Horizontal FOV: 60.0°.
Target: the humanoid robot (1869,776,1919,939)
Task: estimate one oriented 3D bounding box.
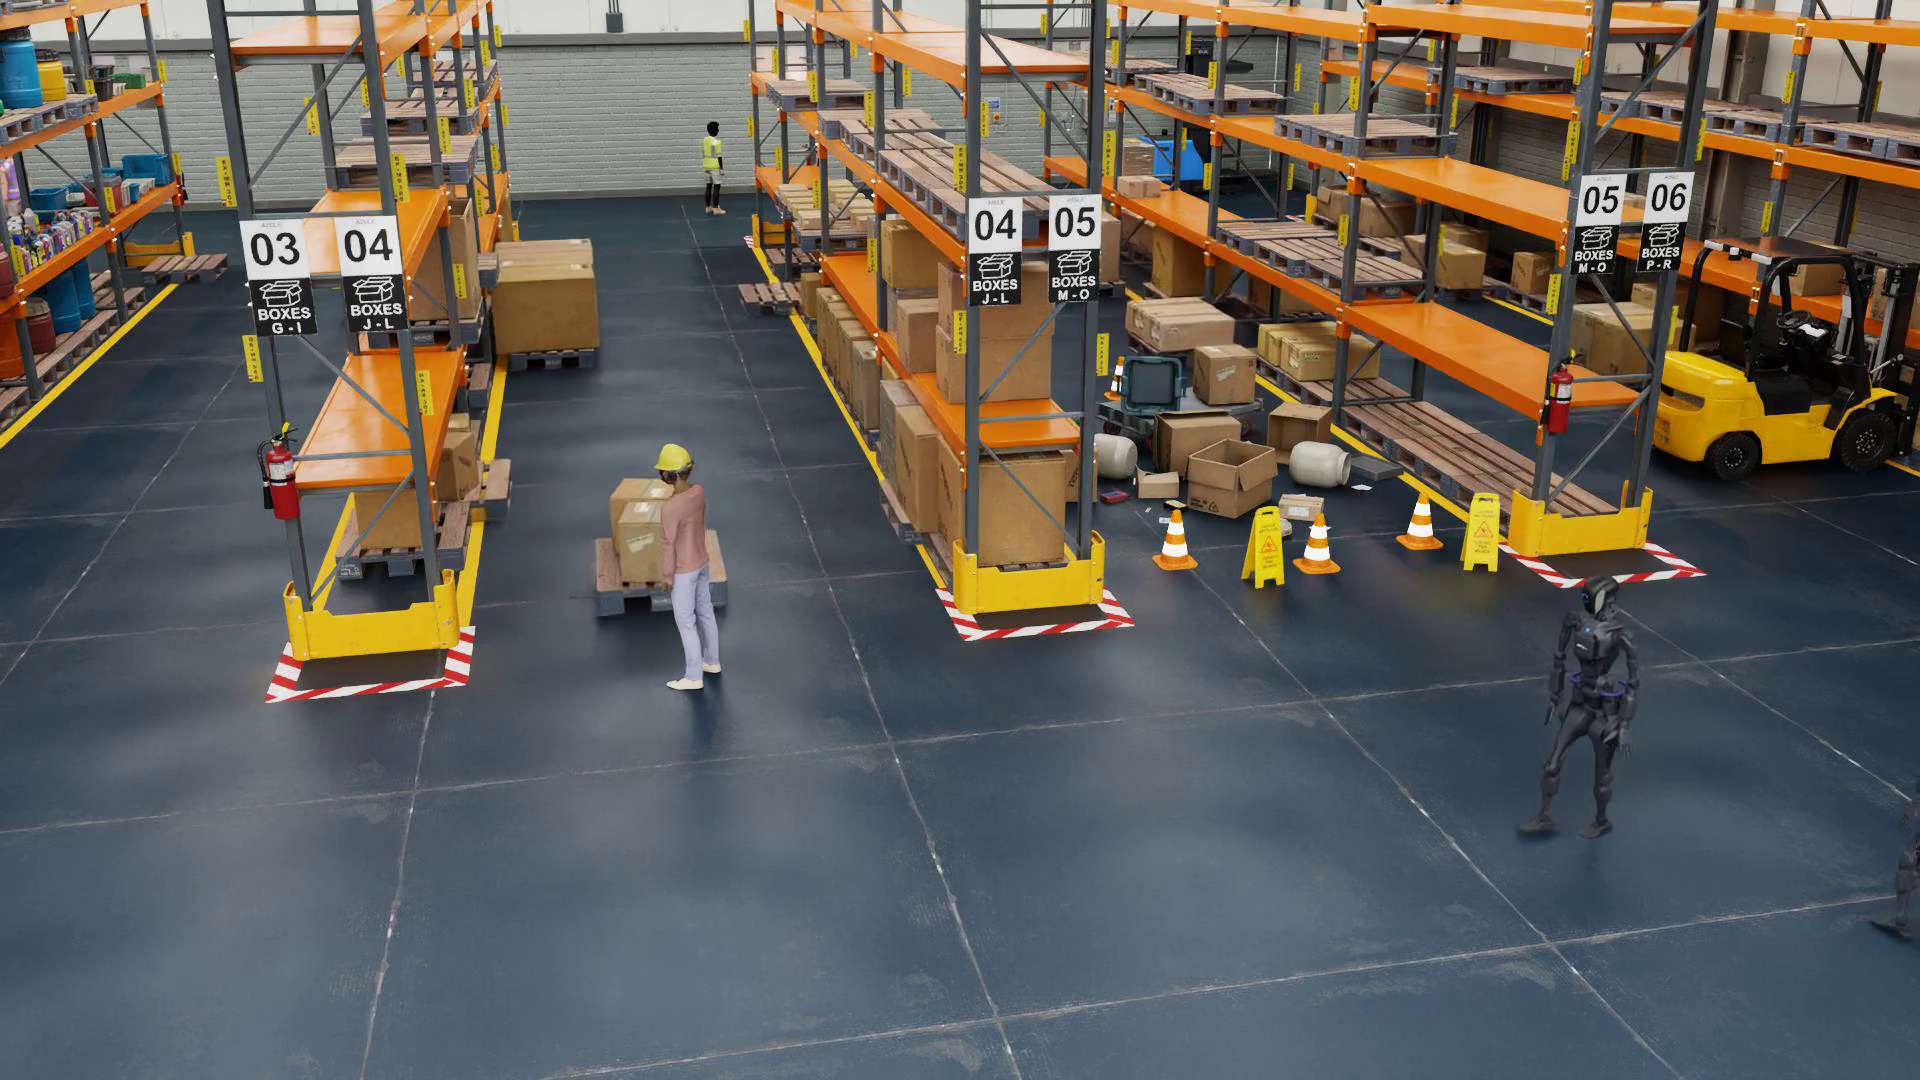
[{"bbox_3d":[5.184,1.318,8.625,0.606,1.647,0.374,-5,21,-13],"label":"humanoid robot"}]

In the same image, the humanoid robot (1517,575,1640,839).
[{"bbox_3d":[3.615,0.984,9.549,0.583,1.640,0.603,-12,23,-29],"label":"humanoid robot"}]

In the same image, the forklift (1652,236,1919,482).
[{"bbox_3d":[8.013,-1.814,16.330,2.313,2.155,1.214,-4,21,-12],"label":"forklift"}]

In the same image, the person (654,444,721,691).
[{"bbox_3d":[-1.926,0.183,11.573,0.339,1.758,0.519,7,21,18],"label":"person"}]

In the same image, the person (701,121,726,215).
[{"bbox_3d":[-4.533,-6.833,30.564,0.537,1.686,0.321,17,27,39],"label":"person"}]

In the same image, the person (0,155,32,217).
[{"bbox_3d":[-15.367,-5.566,27.153,0.346,1.688,0.489,12,23,28],"label":"person"}]

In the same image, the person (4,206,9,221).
[{"bbox_3d":[-13.290,-4.027,22.894,0.550,1.760,0.835,-6,21,-15],"label":"person"}]

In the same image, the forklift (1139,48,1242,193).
[{"bbox_3d":[4.566,-8.313,32.860,1.873,2.768,1.129,-4,21,-12],"label":"forklift"}]
